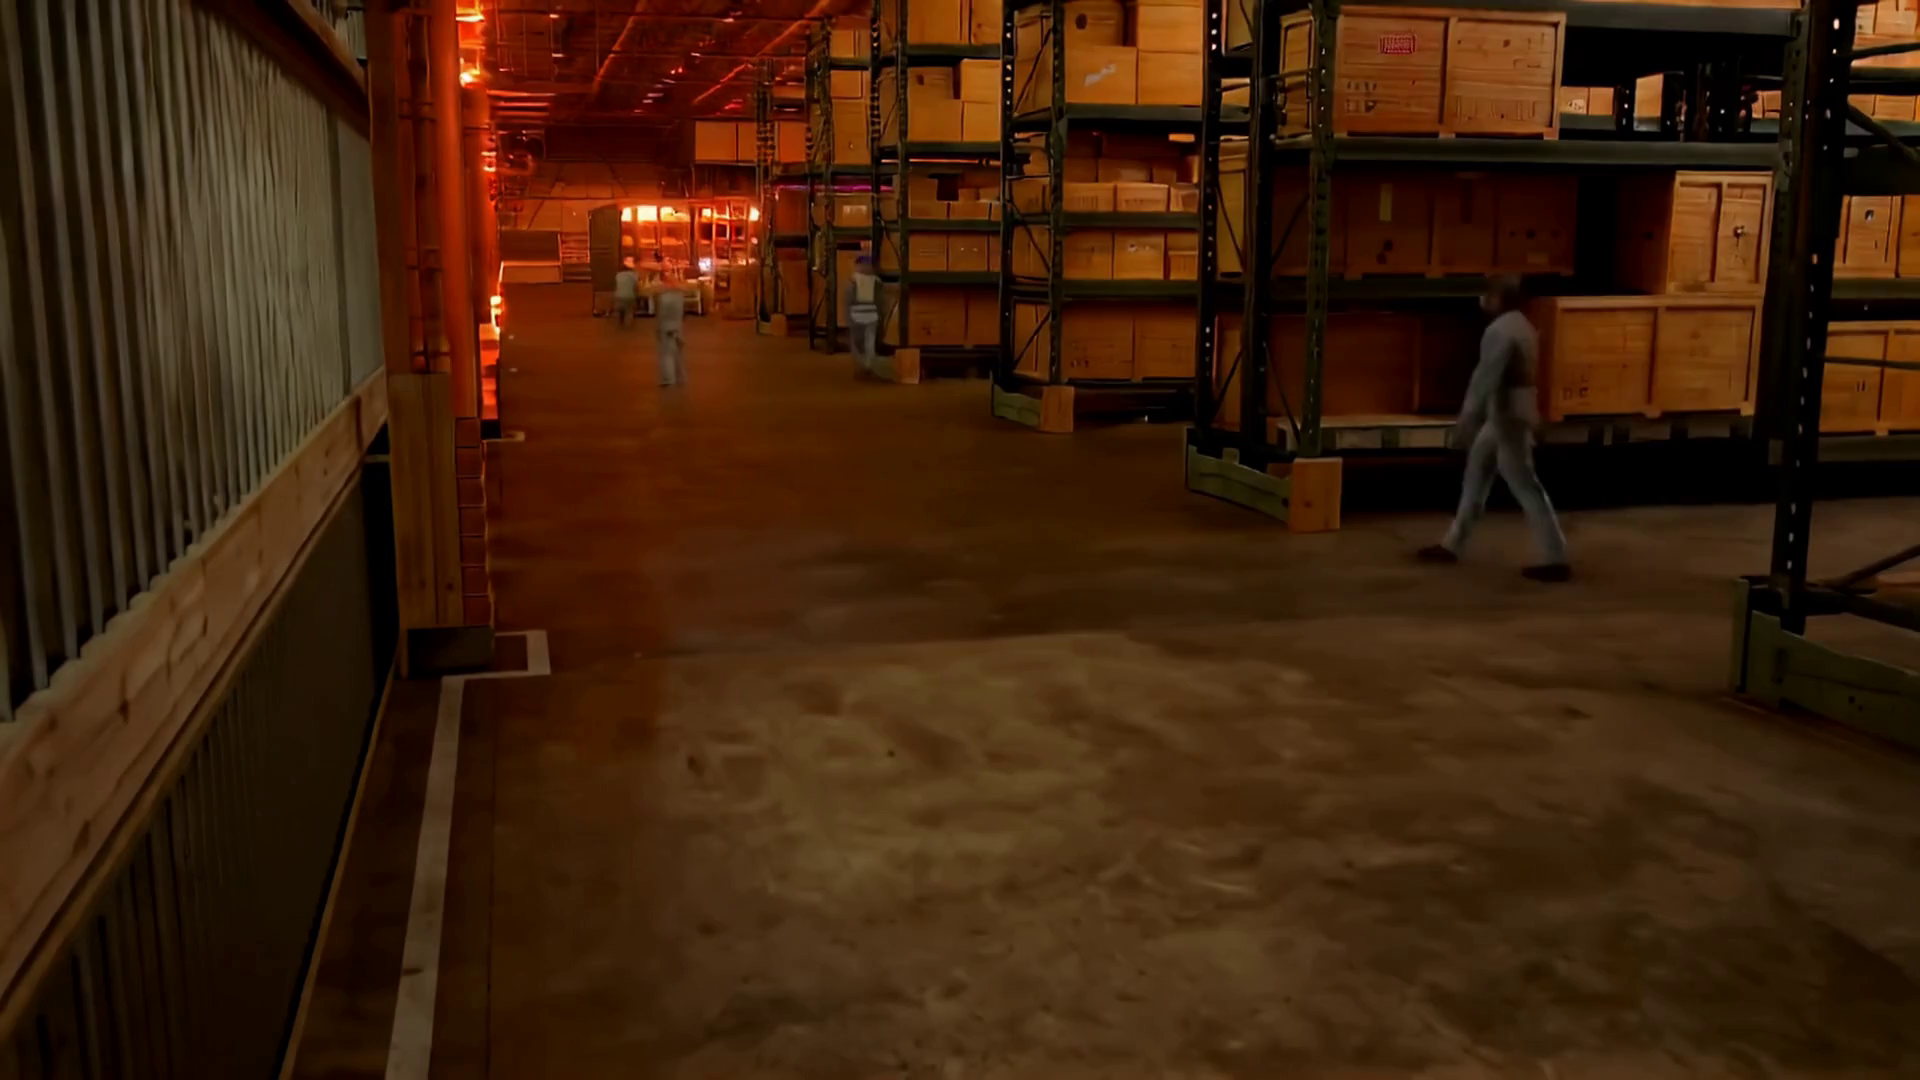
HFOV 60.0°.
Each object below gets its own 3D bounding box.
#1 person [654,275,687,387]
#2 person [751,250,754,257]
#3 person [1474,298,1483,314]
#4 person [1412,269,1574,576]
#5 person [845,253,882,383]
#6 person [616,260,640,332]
[{"bbox_3d":[-4.168,-3.018,24.063,0.391,1.617,0.632,9,13,41],"label":"person"},{"bbox_3d":[-10.030,-13.180,80.977,0.404,1.836,0.601,-8,13,-40],"label":"person"},{"bbox_3d":[5.093,-1.651,15.984,0.453,1.730,0.489,-4,11,-20],"label":"person"},{"bbox_3d":[3.391,-0.725,10.336,1.018,1.892,0.638,5,11,27],"label":"person"},{"bbox_3d":[-1.438,-3.293,24.738,0.609,1.925,0.515,-3,11,-19],"label":"person"},{"bbox_3d":[-7.883,-5.784,39.439,0.573,1.714,0.875,2,10,11],"label":"person"}]
